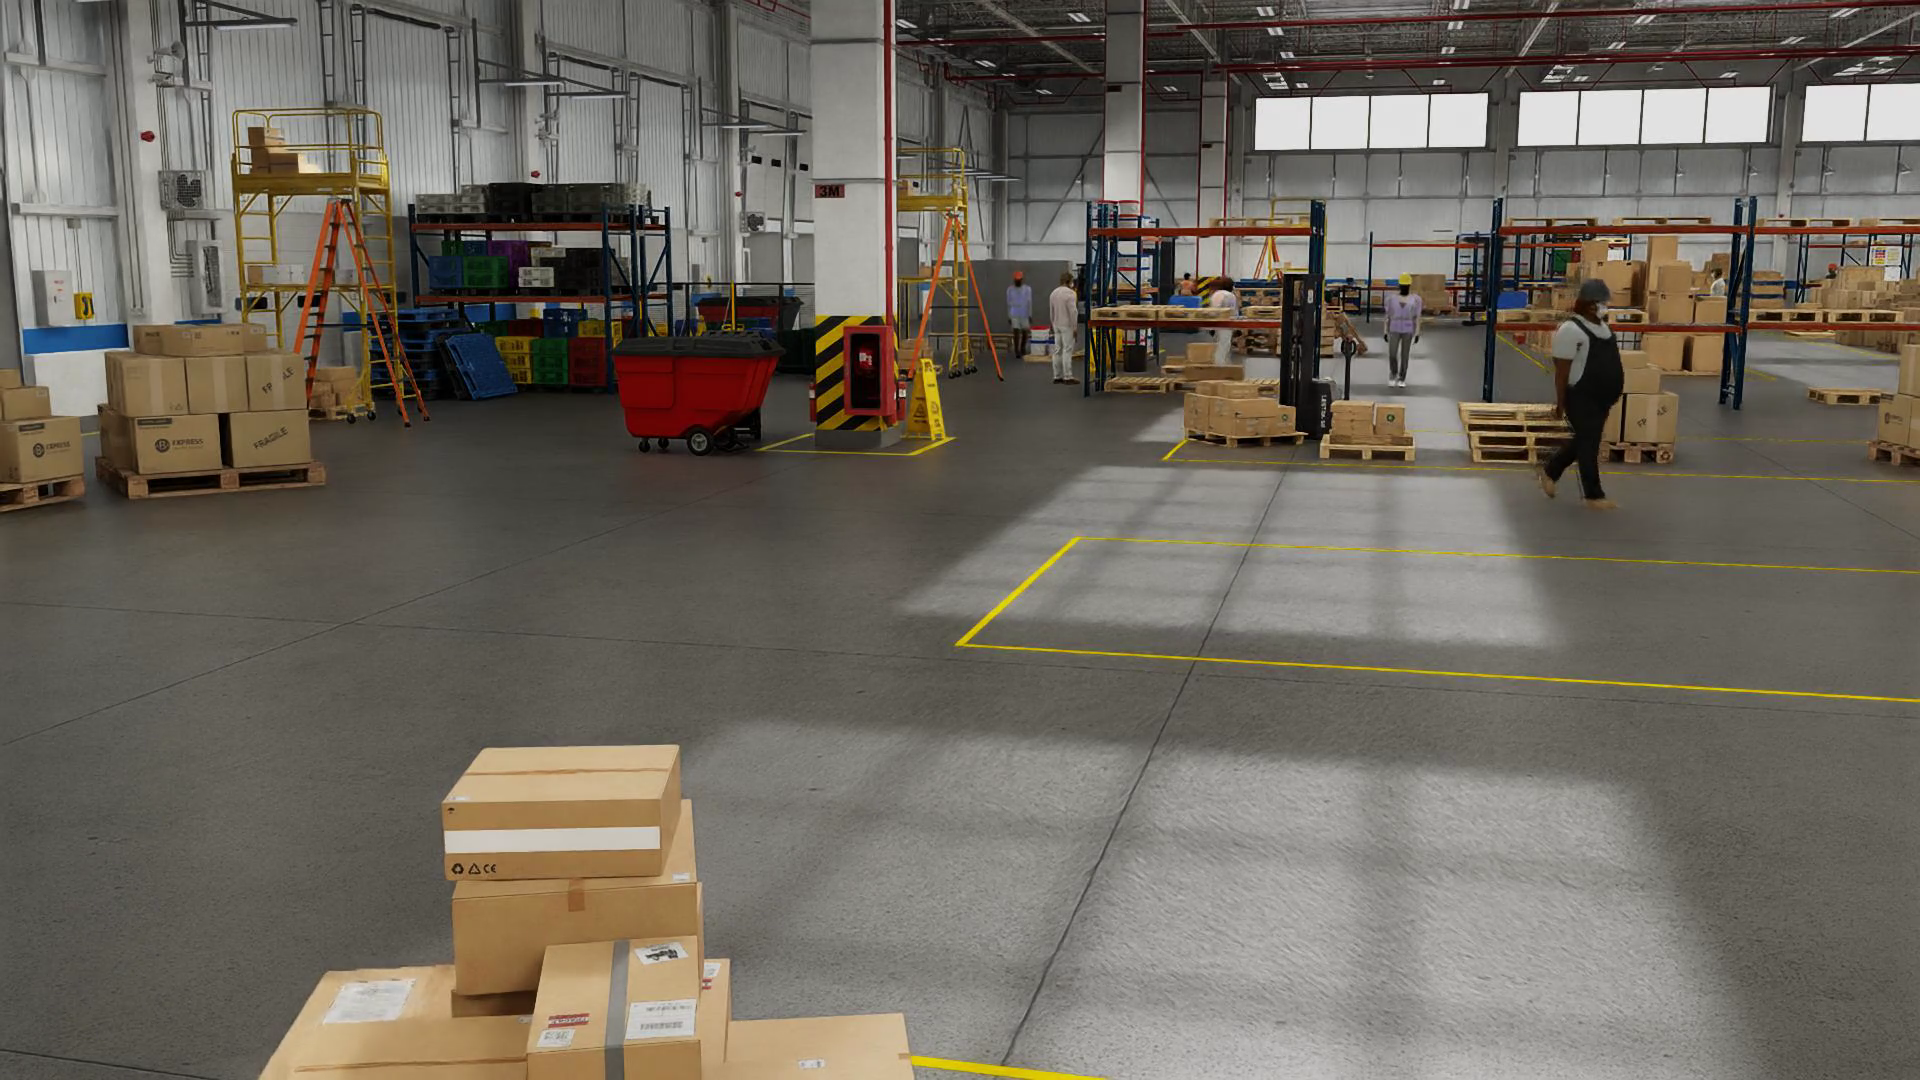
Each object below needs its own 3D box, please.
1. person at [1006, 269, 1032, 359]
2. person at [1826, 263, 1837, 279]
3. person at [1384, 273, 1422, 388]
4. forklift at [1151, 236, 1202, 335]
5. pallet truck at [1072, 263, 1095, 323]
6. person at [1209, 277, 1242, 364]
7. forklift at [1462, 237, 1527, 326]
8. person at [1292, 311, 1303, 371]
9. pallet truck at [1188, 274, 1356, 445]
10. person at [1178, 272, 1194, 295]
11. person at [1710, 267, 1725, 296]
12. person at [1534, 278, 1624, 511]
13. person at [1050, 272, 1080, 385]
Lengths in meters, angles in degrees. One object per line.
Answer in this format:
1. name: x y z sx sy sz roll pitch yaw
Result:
1. person: 1.275 -4.883 35.944 0.553 1.925 0.460 1 10 4
2. person: 27.663 -7.785 52.845 0.375 1.995 0.610 -3 10 -15
3. person: 7.364 -3.474 27.700 0.600 1.899 0.776 3 10 17
4. forklift: 5.866 -7.214 46.878 1.873 2.768 1.129 2 10 14
5. pallet truck: 4.325 -8.180 55.162 0.823 1.965 1.885 6 11 31
6. person: 4.857 -3.818 30.011 0.780 1.814 0.623 -4 11 -24
7. forklift: 16.897 -8.150 52.391 1.873 2.768 1.129 2 10 14
8. person: 6.610 -4.097 31.904 0.335 1.734 0.487 6 12 34
9. pallet truck: 3.653 -2.138 19.590 1.885 1.965 0.823 -4 10 -20
10. person: 7.713 -8.277 56.684 0.546 1.680 0.467 -1 10 -5
11. person: 18.985 -5.871 41.757 0.373 1.936 0.629 4 10 20
12. person: 5.436 -1.309 14.579 0.687 2.000 0.889 -7 12 -36
13. person: 1.799 -3.629 28.561 0.372 1.934 0.627 -7 12 -37
